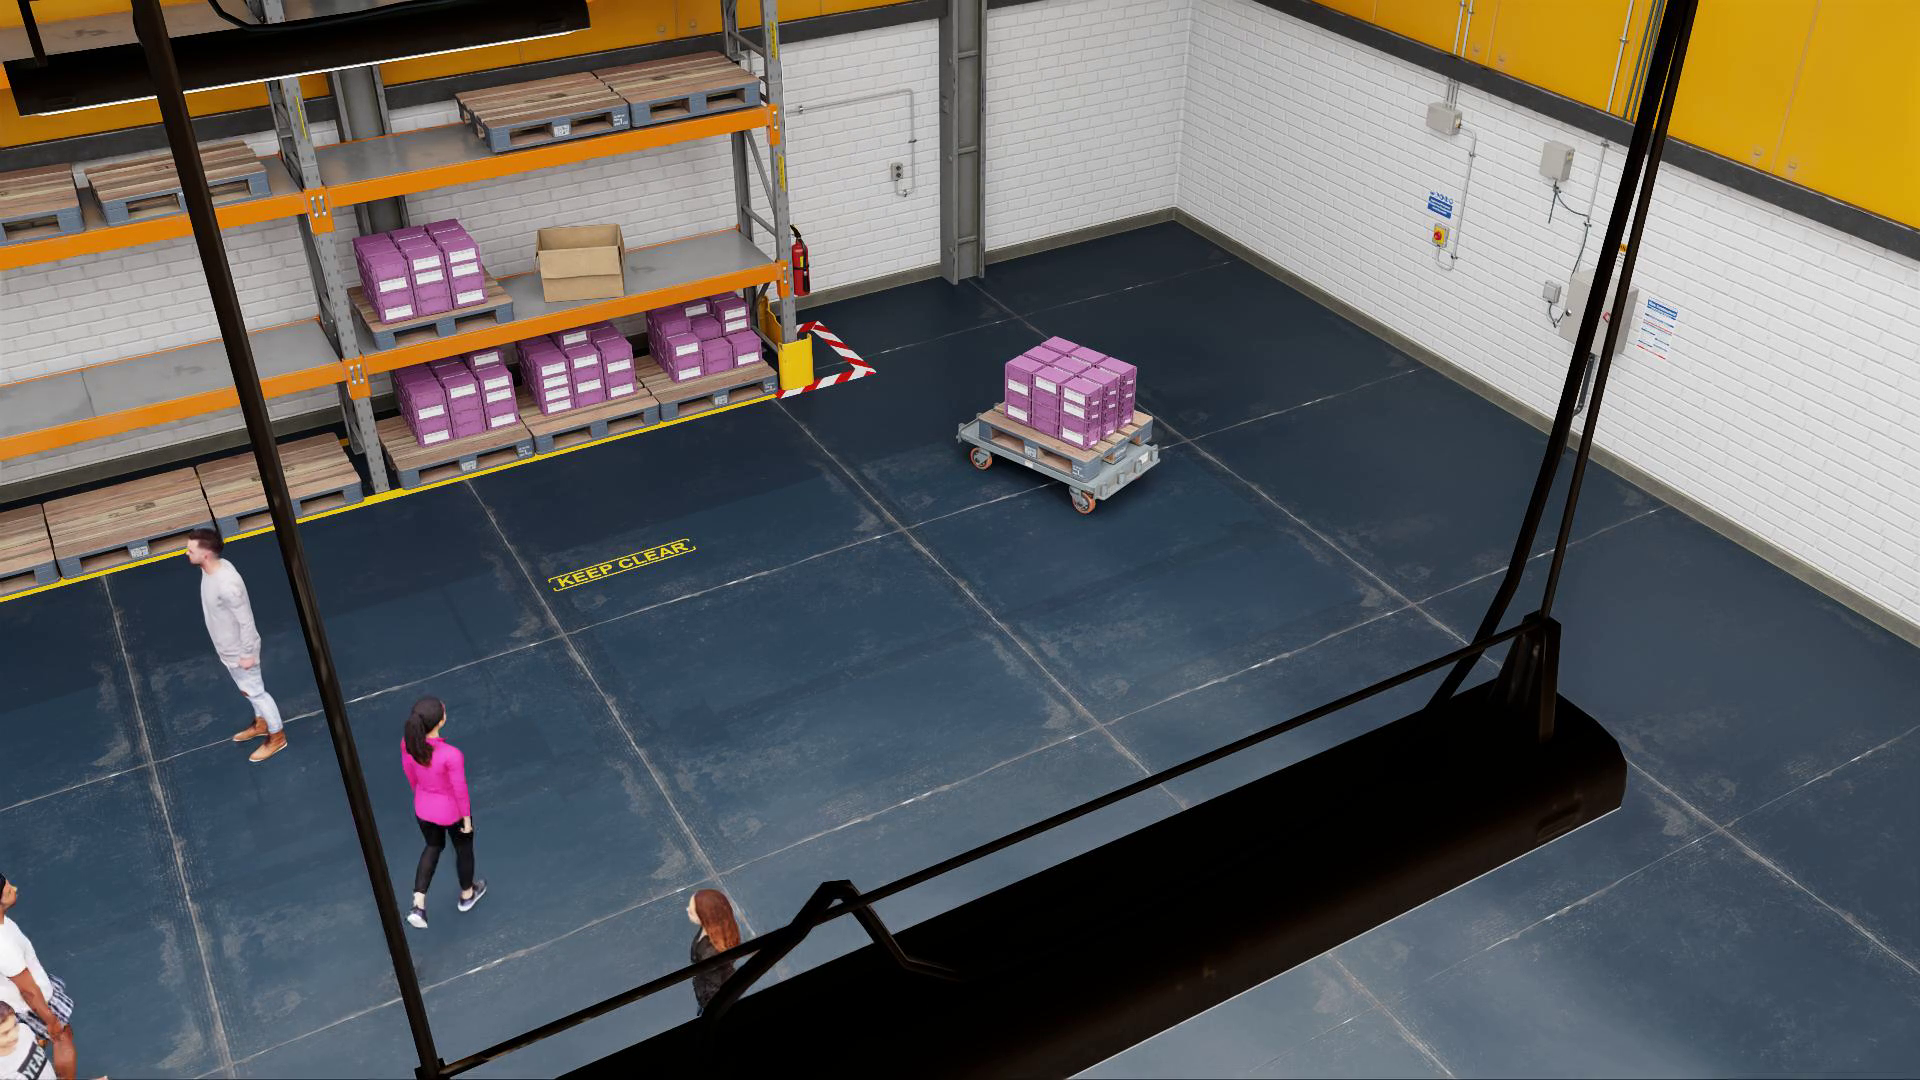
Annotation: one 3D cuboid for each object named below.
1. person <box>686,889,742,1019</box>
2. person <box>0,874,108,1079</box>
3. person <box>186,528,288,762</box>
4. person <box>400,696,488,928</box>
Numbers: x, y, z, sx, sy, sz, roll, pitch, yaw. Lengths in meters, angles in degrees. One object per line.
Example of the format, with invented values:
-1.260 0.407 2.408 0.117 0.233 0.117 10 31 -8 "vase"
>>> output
-1.259 2.431 9.050 0.939 1.471 0.828 2 34 3 "person"
-5.024 2.452 8.805 0.756 1.708 0.805 27 42 34 "person"
-4.938 0.685 11.344 0.602 1.839 0.715 -25 41 -32 "person"
-3.156 1.684 9.986 0.904 1.679 0.975 9 35 14 "person"
